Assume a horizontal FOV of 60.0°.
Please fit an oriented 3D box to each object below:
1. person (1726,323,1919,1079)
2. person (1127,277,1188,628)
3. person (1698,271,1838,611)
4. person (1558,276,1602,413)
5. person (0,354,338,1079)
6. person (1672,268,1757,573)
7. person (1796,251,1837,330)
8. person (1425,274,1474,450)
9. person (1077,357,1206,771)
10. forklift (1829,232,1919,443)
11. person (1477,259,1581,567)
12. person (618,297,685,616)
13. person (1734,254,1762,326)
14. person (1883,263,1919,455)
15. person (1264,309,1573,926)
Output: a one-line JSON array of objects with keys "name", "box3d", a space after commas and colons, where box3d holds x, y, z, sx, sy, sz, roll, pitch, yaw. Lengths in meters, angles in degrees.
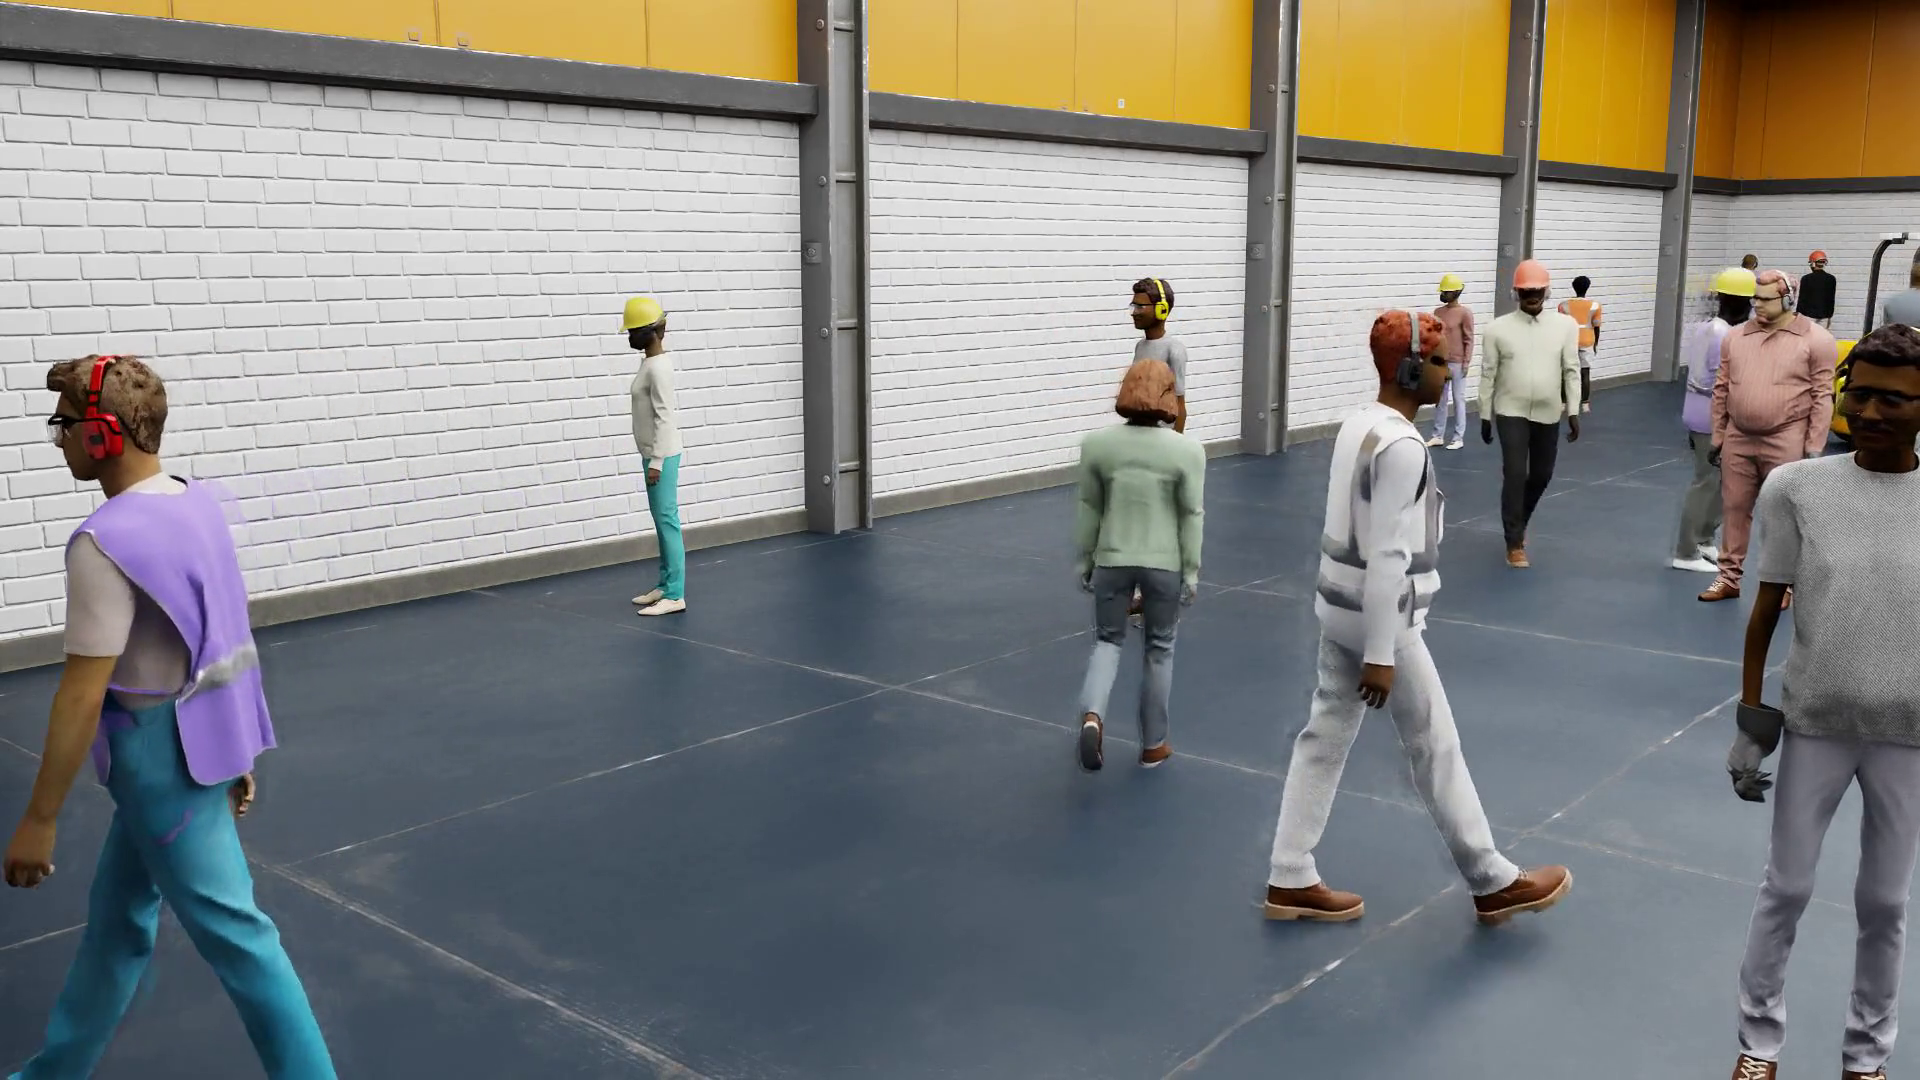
[{"name": "person", "box3d": [2.039, 0.445, 3.771, 0.535, 1.864, 0.312, 3, 11, 19]}, {"name": "person", "box3d": [1.020, -0.464, 8.945, 0.328, 1.867, 0.513, -4, 11, -24]}, {"name": "person", "box3d": [4.521, -0.553, 9.354, 0.401, 1.901, 0.649, -9, 13, -41]}, {"name": "person", "box3d": [7.620, -2.409, 20.519, 0.533, 1.691, 0.321, 3, 11, 19]}, {"name": "person", "box3d": [-1.813, 0.507, 3.595, 0.946, 1.794, 0.594, -1, 10, -8]}, {"name": "person", "box3d": [4.737, -0.728, 10.347, 0.516, 1.905, 0.594, 4, 11, 20]}, {"name": "person", "box3d": [13.185, -3.461, 25.673, 0.609, 1.986, 0.402, -2, 10, -12]}, {"name": "person", "box3d": [4.938, -1.791, 16.794, 0.329, 1.765, 0.525, -6, 12, -30]}, {"name": "person", "box3d": [0.665, 0.117, 6.351, 0.501, 1.622, 0.573, 4, 11, 21]}, {"name": "forklift", "box3d": [9.955, -1.972, 16.595, 2.313, 2.155, 1.214, 1, 10, 8]}, {"name": "person", "box3d": [3.698, -0.846, 10.862, 0.615, 1.964, 0.890, 1, 10, 5]}, {"name": "person", "box3d": [-1.705, -0.460, 9.231, 0.328, 1.760, 0.524, -2, 10, -14]}, {"name": "person", "box3d": [12.482, -3.562, 26.396, 0.627, 1.933, 0.374, 3, 11, 19]}, {"name": "person", "box3d": [8.474, -1.536, 14.866, 0.606, 1.926, 0.639, -4, 11, -24]}, {"name": "person", "box3d": [1.361, 0.253, 4.920, 0.942, 1.839, 0.611, 0, 10, -2]}]
